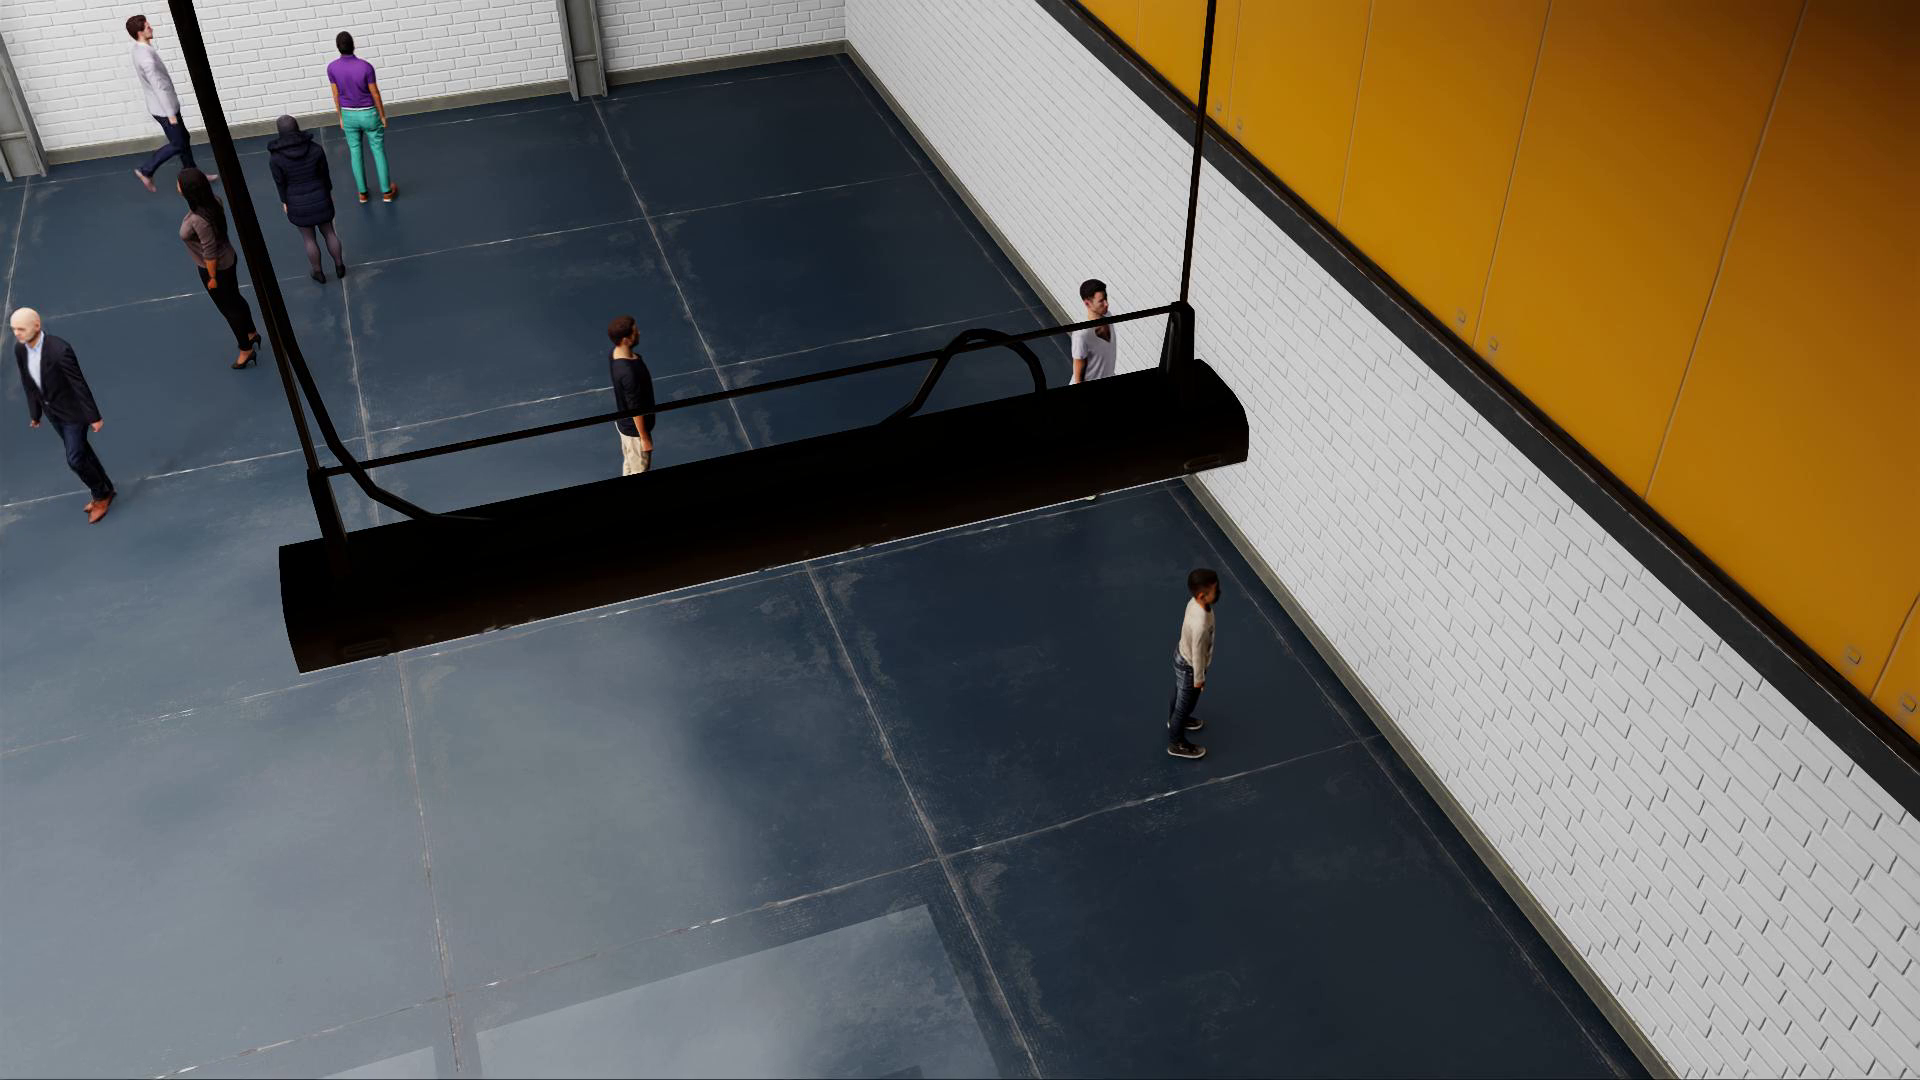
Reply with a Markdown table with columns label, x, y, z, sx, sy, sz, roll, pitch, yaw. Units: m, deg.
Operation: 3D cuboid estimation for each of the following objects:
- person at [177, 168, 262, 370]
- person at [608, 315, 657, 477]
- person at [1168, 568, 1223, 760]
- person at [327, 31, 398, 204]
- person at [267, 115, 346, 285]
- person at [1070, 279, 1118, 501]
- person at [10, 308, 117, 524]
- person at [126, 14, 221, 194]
| label | x | y | z | sx | sy | sz | roll | pitch | yaw |
| --- | --- | --- | --- | --- | --- | --- | --- | --- | --- |
| person | -6.369 | -2.351 | 14.324 | 0.658 | 1.842 | 0.688 | -5 | 39 | -7 |
| person | -2.441 | -0.857 | 12.444 | 0.535 | 1.852 | 0.628 | -13 | 41 | -16 |
| person | 1.493 | 0.771 | 10.720 | 0.620 | 1.459 | 0.609 | 4 | 39 | 5 |
| person | -6.048 | -4.265 | 16.778 | 0.570 | 1.769 | 0.729 | -4 | 39 | -5 |
| person | -6.077 | -3.183 | 15.499 | 0.658 | 1.674 | 0.784 | -21 | 43 | -24 |
| person | 1.008 | -1.191 | 12.860 | 0.826 | 1.855 | 0.738 | 21 | 43 | 24 |
| person | -6.770 | -1.030 | 12.708 | 0.829 | 1.793 | 0.900 | 13 | 41 | 16 |
| person | -8.163 | -4.385 | 16.875 | 1.050 | 1.836 | 0.778 | -20 | 43 | -23 |
